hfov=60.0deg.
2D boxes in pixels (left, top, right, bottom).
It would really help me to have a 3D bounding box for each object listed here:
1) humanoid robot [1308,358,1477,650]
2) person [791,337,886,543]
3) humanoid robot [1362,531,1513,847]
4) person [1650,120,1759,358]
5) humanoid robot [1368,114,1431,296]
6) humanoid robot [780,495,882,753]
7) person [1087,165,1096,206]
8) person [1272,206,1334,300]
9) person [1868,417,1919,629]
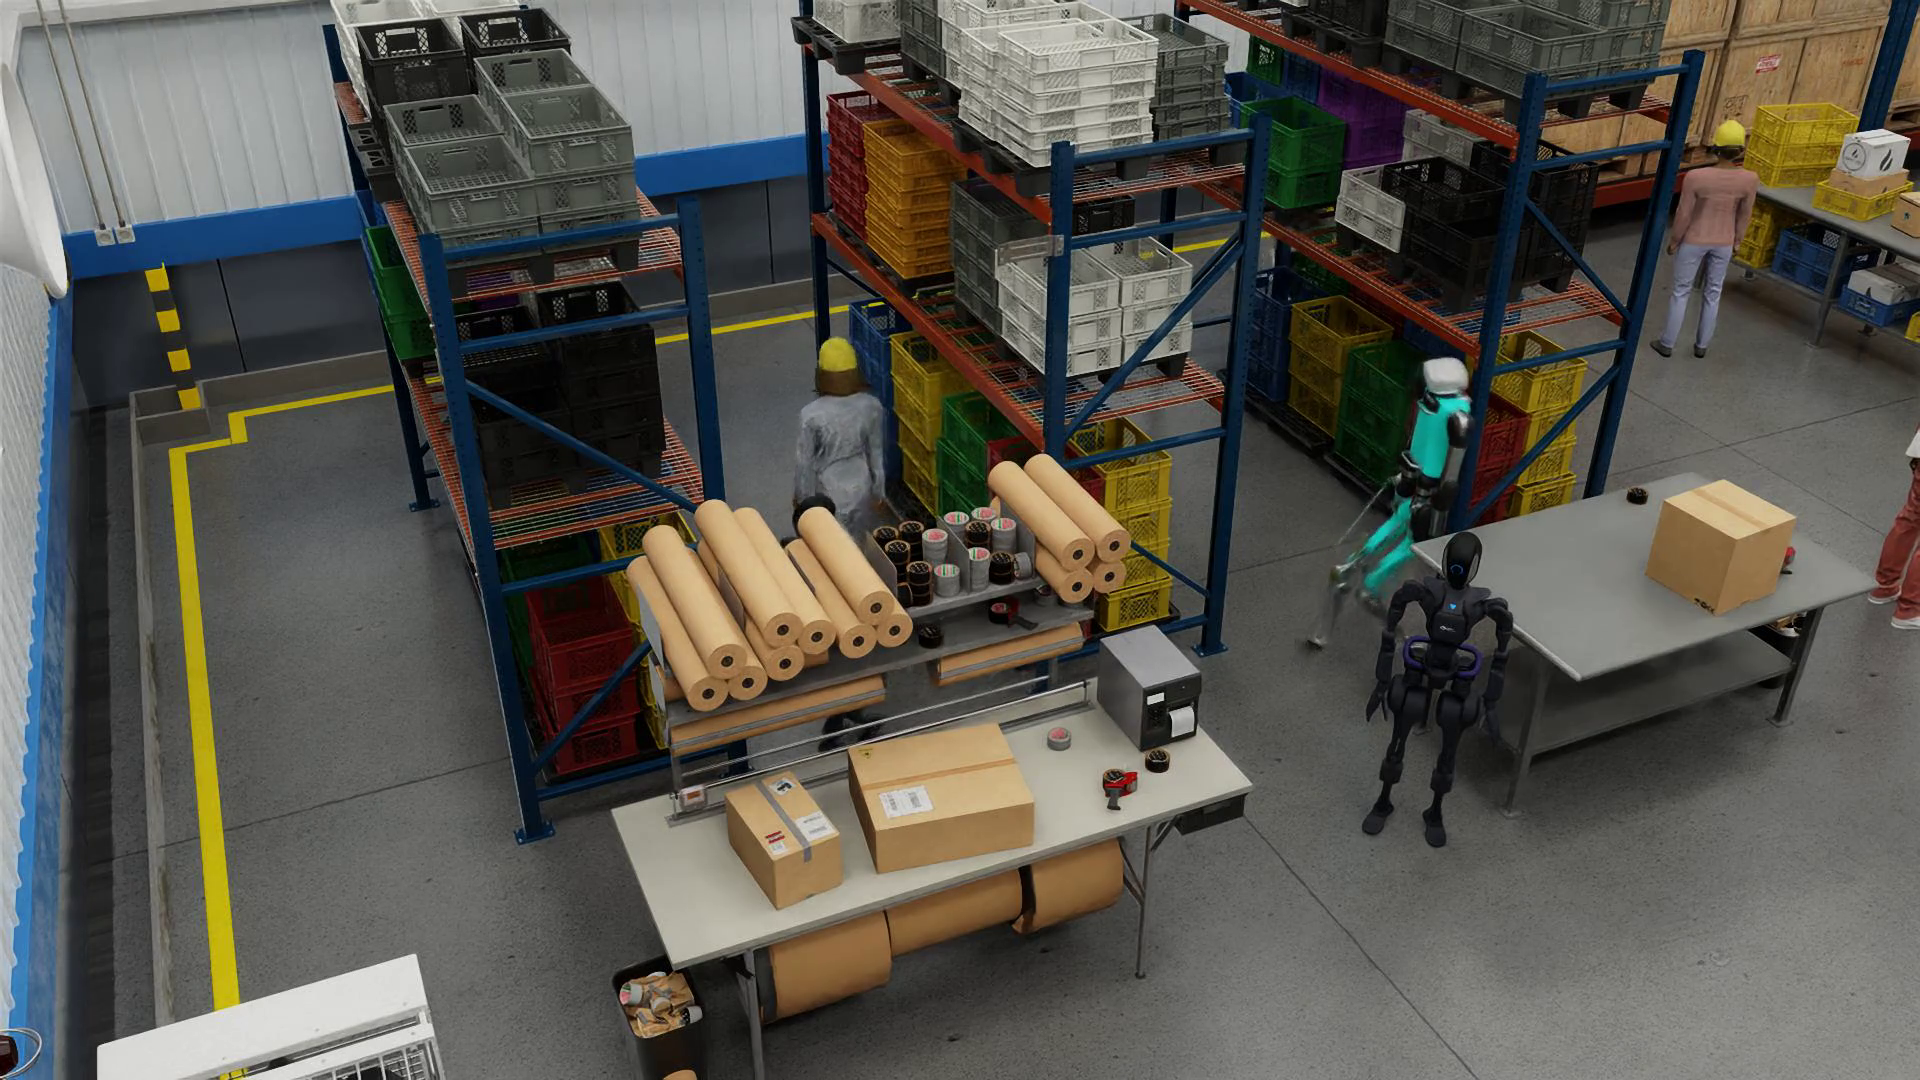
[{"bbox_3d":[2.182,-0.083,8.789,0.808,1.847,0.554,-5,32,-8],"label":"humanoid robot"},{"bbox_3d":[-0.598,-0.254,9.007,0.498,1.704,0.793,-20,37,-29],"label":"person"},{"bbox_3d":[2.159,0.681,7.507,0.599,1.657,0.315,11,33,17],"label":"humanoid robot"},{"bbox_3d":[5.401,-2.161,12.048,0.524,1.772,0.307,3,32,5],"label":"person"},{"bbox_3d":[3.464,-2.611,12.918,0.777,1.634,0.607,-9,33,-15],"label":"humanoid robot"},{"bbox_3d":[-0.601,0.483,7.889,0.588,1.628,0.771,21,37,30],"label":"humanoid robot"},{"bbox_3d":[0.865,-2.314,12.053,0.455,2.026,0.627,12,33,18],"label":"person"},{"bbox_3d":[2.671,-2.696,12.843,0.552,1.848,0.517,-18,36,-27],"label":"person"},{"bbox_3d":[5.378,-0.395,9.049,0.400,1.911,0.585,-3,32,-5],"label":"person"}]
